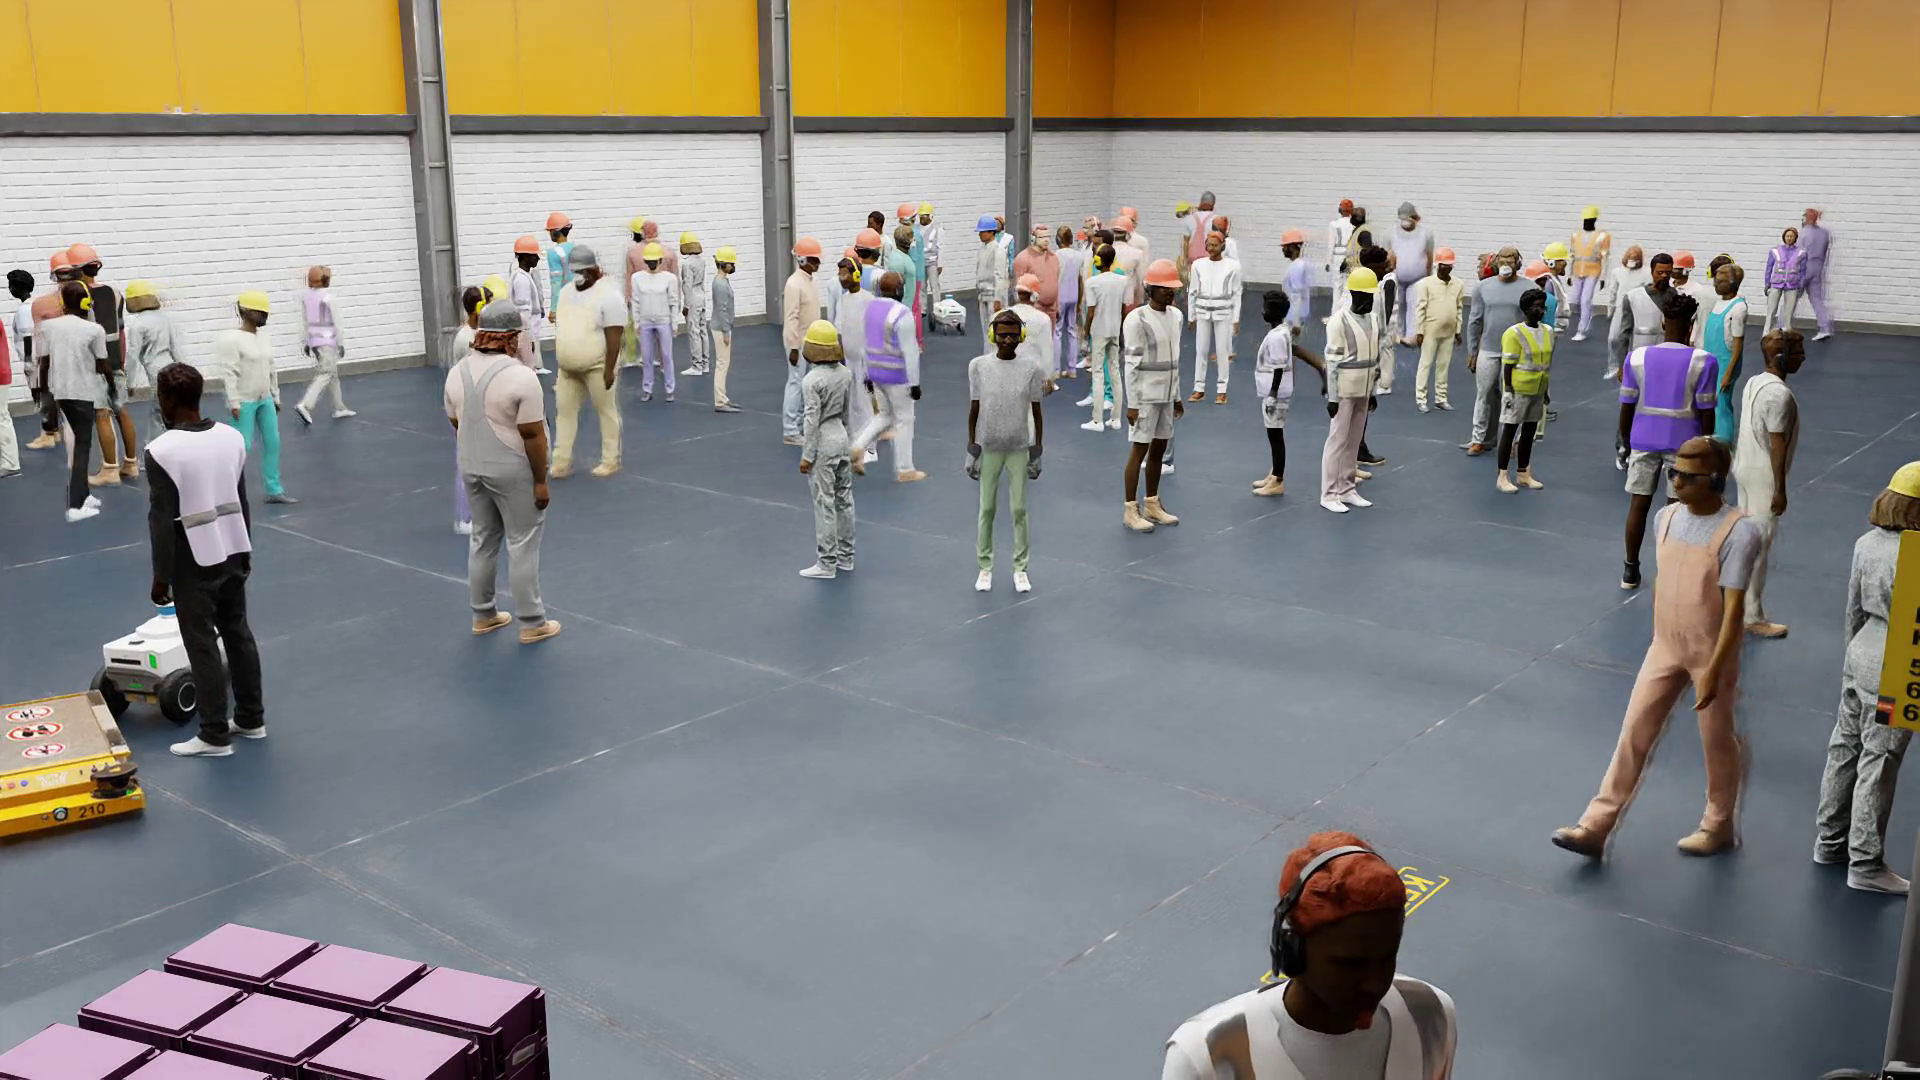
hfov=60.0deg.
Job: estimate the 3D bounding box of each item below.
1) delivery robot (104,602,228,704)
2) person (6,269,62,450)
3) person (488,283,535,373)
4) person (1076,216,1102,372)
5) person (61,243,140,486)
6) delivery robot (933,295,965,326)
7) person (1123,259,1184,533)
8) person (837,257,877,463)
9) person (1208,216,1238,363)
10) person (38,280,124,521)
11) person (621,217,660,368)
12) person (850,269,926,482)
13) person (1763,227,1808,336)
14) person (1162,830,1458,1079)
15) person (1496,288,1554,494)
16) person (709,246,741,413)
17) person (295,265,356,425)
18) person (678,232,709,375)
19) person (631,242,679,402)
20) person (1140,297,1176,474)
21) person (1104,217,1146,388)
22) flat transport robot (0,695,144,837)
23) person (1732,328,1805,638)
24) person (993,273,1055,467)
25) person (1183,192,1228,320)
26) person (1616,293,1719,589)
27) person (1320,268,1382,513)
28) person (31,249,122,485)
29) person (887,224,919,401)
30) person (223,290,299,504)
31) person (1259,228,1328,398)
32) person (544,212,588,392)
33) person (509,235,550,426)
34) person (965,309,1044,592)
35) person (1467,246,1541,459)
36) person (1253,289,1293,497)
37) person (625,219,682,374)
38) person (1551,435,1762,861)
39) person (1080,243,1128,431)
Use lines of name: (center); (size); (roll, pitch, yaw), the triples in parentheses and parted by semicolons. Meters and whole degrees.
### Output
delivery robot: (-4.136, 0.561, 8.753); (0.477, 0.478, 0.707); (3, 15, 14)
person: (-8.740, -1.708, 15.718); (0.319, 1.687, 0.539); (-5, 15, -18)
person: (-3.794, -1.254, 13.801); (0.536, 1.741, 0.707); (1, 14, 3)
person: (1.631, -3.034, 20.573); (0.402, 1.906, 0.652); (-6, 15, -23)
person: (-7.296, -1.471, 14.046); (0.397, 2.044, 0.609); (3, 14, 14)
delivery robot: (-0.161, -3.349, 24.381); (0.477, 0.478, 0.707); (-4, 15, -14)
person: (1.484, -1.082, 12.494); (0.613, 2.041, 0.393); (-14, 19, -43)
person: (-0.946, -1.616, 15.019); (0.344, 1.857, 0.525); (-10, 17, -35)
person: (3.334, -3.209, 21.345); (0.566, 1.865, 0.603); (9, 16, 31)
person: (-6.842, -1.096, 12.966); (0.527, 1.833, 0.695); (2, 14, 10)
person: (-3.973, -3.095, 20.863); (0.578, 1.887, 0.579); (-9, 17, -32)
person: (-0.627, -1.376, 14.135); (0.607, 1.820, 0.653); (-11, 18, -37)
person: (11.318, -3.467, 22.841); (0.517, 1.641, 0.308); (6, 15, 21)
person: (0.603, 1.391, 2.929); (0.584, 1.883, 0.337); (-6, 15, -21)
person: (4.706, -1.239, 13.823); (0.541, 1.696, 0.316); (-8, 16, -29)
person: (-2.490, -2.232, 17.675); (0.345, 1.758, 0.532); (-2, 14, -8)
person: (-6.565, -2.001, 17.045); (0.527, 1.612, 0.770); (8, 16, 30)
person: (-3.282, -2.896, 20.367); (0.305, 1.735, 0.493); (4, 15, 15)
person: (-3.345, -2.381, 18.261); (0.526, 1.762, 0.335); (1, 14, 2)
person: (1.742, -1.391, 14.559); (0.266, 1.631, 0.507); (-3, 14, -10)
person: (1.893, -2.794, 19.506); (0.606, 1.948, 0.936); (8, 16, 28)
flat transport robot: (-4.283, 1.003, 7.755); (0.652, 0.197, 1.431); (-9, 17, -33)
person: (4.813, -0.346, 9.953); (0.343, 1.847, 0.507); (1, 14, 4)
person: (0.563, -1.494, 14.764); (0.594, 1.732, 0.441); (10, 17, 34)
person: (3.849, -4.466, 26.020); (0.690, 2.000, 1.036); (10, 17, 35)
person: (4.591, -0.621, 10.819); (0.603, 1.959, 0.377); (10, 17, 35)
person: (3.114, -1.183, 13.130); (0.594, 1.924, 0.384); (-12, 19, -41)
person: (-7.440, -1.446, 14.048); (0.622, 1.990, 0.401); (-9, 17, -33)
person: (-0.629, -2.512, 18.420); (0.369, 1.939, 0.631); (1, 14, 2)
person: (-5.710, -1.130, 13.315); (0.627, 1.735, 0.554); (4, 15, 16)
person: (3.782, -2.495, 18.432); (0.773, 1.906, 0.543); (5, 15, 20)
person: (-4.505, -2.699, 18.959); (0.398, 2.041, 0.605); (6, 15, 21)
person: (-4.340, -2.092, 16.767); (0.387, 1.929, 0.546); (-4, 15, -15)
person: (0.290, -0.576, 10.852); (0.508, 1.860, 0.334); (1, 14, 3)
person: (4.961, -1.714, 15.230); (0.636, 1.938, 0.358); (6, 15, 22)
person: (2.578, -1.206, 13.689); (0.316, 1.697, 0.542); (3, 14, 12)
person: (-3.722, -2.942, 20.236); (0.670, 1.888, 0.577); (-2, 14, -6)
person: (2.898, 0.481, 6.754); (0.937, 1.795, 0.514); (-8, 16, -28)
person: (1.434, -2.017, 16.589); (0.508, 1.869, 0.329); (-8, 16, -29)
